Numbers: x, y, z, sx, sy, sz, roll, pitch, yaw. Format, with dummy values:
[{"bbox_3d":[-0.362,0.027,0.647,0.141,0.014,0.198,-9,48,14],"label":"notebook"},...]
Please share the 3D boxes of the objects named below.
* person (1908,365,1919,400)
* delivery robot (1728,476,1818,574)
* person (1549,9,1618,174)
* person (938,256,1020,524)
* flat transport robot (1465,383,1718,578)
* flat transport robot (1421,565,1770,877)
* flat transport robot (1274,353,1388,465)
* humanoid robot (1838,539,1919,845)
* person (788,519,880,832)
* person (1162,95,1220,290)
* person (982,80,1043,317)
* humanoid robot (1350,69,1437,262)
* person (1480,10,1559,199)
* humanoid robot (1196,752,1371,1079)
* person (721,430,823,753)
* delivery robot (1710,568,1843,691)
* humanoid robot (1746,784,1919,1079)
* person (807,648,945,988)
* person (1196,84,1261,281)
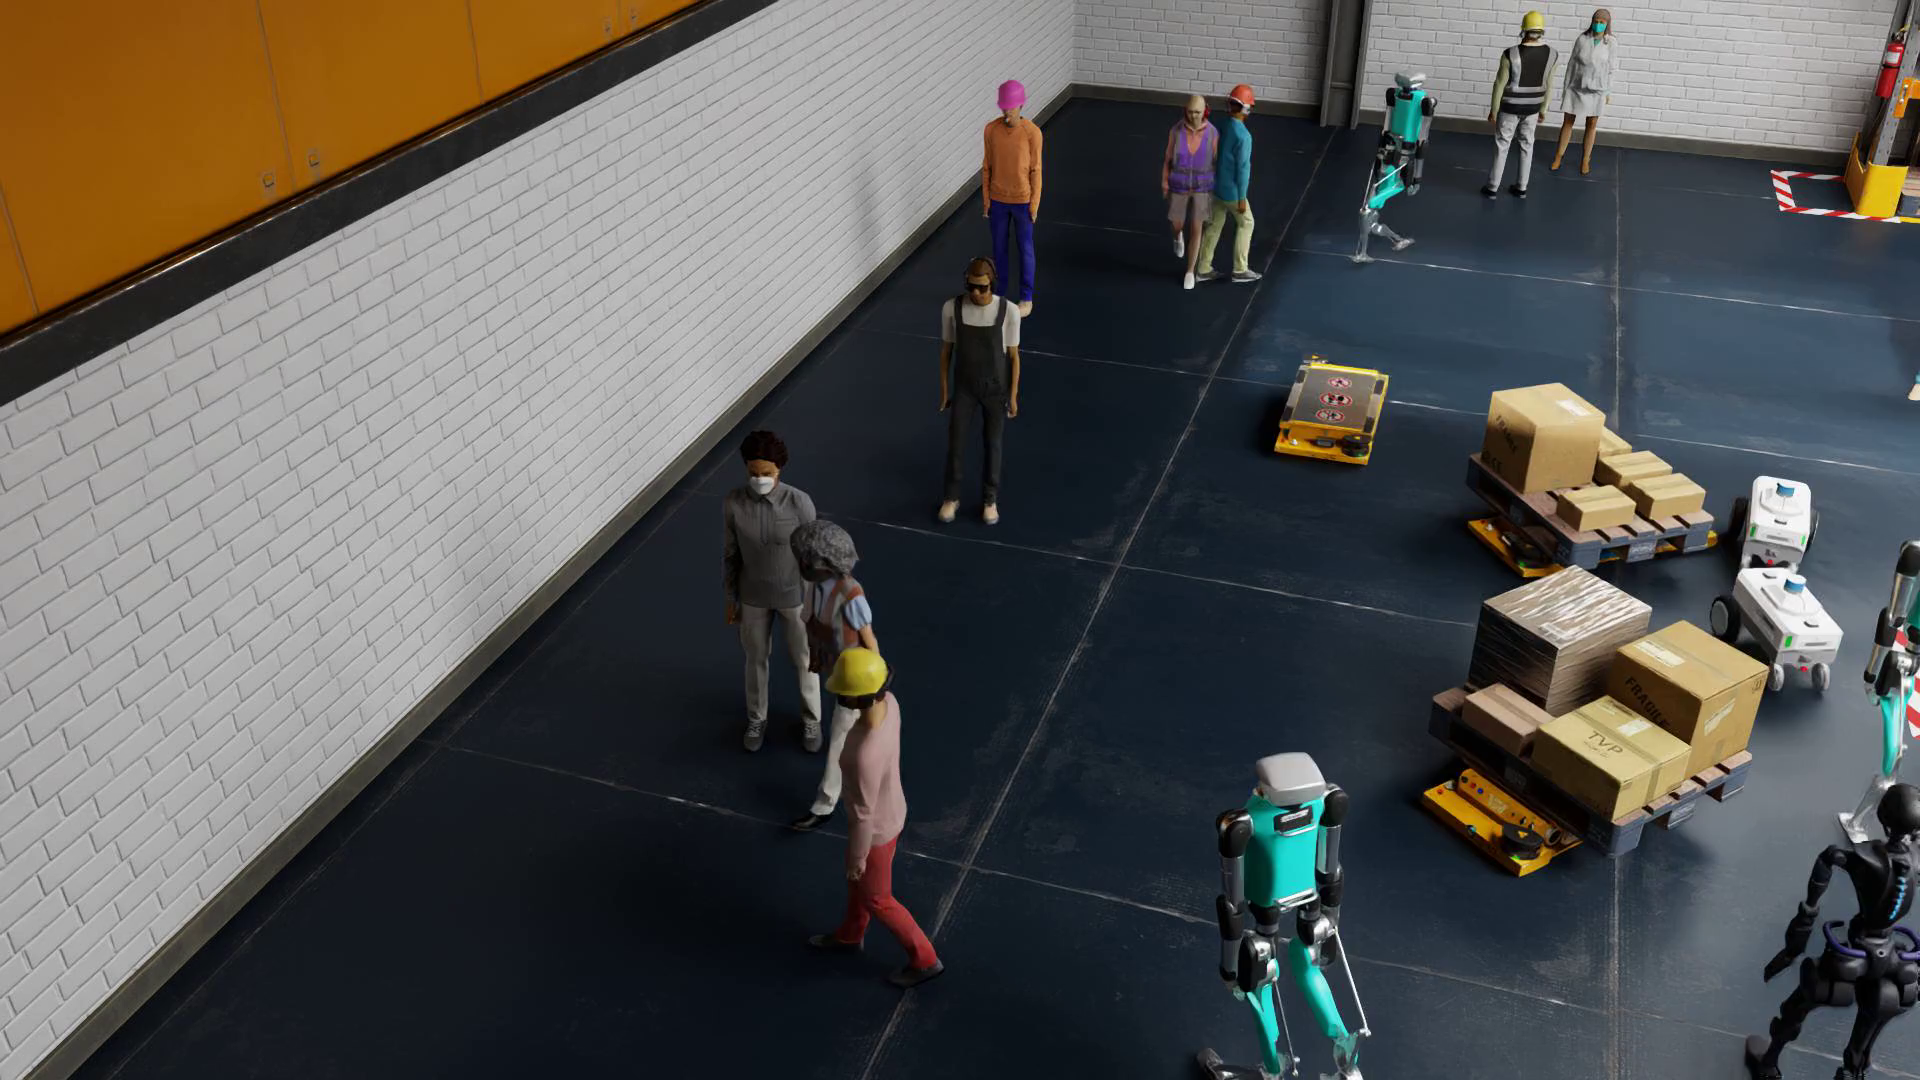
[{"bbox_3d":[7.385,-1.823,12.151,0.372,1.865,0.540,-4,31,-6],"label":"person"},{"bbox_3d":[5.165,-0.107,10.527,0.499,0.597,0.779,13,33,21],"label":"delivery robot"},{"bbox_3d":[6.429,-4.598,17.072,0.485,1.659,0.342,14,33,22],"label":"person"},{"bbox_3d":[0.123,-0.959,10.717,0.517,1.836,0.362,3,31,5],"label":"person"},{"bbox_3d":[4.095,-0.084,10.768,1.431,0.231,0.659,-9,32,-14],"label":"flat transport robot"},{"bbox_3d":[3.127,1.229,8.534,1.431,0.231,0.659,-17,35,-27],"label":"flat transport robot"},{"bbox_3d":[2.764,-0.976,12.286,0.659,0.231,1.431,9,32,16],"label":"flat transport robot"},{"bbox_3d":[4.592,0.747,7.864,0.532,1.738,0.722,9,32,14],"label":"humanoid robot"},{"bbox_3d":[-0.627,0.639,8.183,0.844,1.637,0.455,-24,38,-35],"label":"person"},{"bbox_3d":[1.999,-3.066,14.457,0.483,1.669,0.617,5,31,8],"label":"person"},{"bbox_3d":[0.421,-2.821,13.749,0.509,1.976,0.406,11,32,17],"label":"person"},{"bbox_3d":[3.745,-3.242,14.716,1.042,1.737,0.547,-18,35,-28],"label":"humanoid robot"},{"bbox_3d":[5.498,-4.263,16.347,0.597,1.823,0.403,-4,31,-6],"label":"person"},{"bbox_3d":[1.289,1.674,6.339,0.548,1.780,0.889,-12,32,-19],"label":"humanoid robot"},{"bbox_3d":[-0.954,0.267,8.578,0.537,1.889,0.392,2,31,4],"label":"person"},{"bbox_3d":[4.720,0.465,9.568,0.499,0.611,0.792,-1,30,-1],"label":"delivery robot"},{"bbox_3d":[3.498,1.621,6.490,0.595,1.635,0.638,4,31,6],"label":"humanoid robot"},{"bbox_3d":[-0.373,1.199,7.130,0.653,1.751,0.532,4,31,6],"label":"person"},{"bbox_3d":[2.395,-3.070,14.419,0.670,1.712,0.597,-11,32,-17],"label":"person"}]
